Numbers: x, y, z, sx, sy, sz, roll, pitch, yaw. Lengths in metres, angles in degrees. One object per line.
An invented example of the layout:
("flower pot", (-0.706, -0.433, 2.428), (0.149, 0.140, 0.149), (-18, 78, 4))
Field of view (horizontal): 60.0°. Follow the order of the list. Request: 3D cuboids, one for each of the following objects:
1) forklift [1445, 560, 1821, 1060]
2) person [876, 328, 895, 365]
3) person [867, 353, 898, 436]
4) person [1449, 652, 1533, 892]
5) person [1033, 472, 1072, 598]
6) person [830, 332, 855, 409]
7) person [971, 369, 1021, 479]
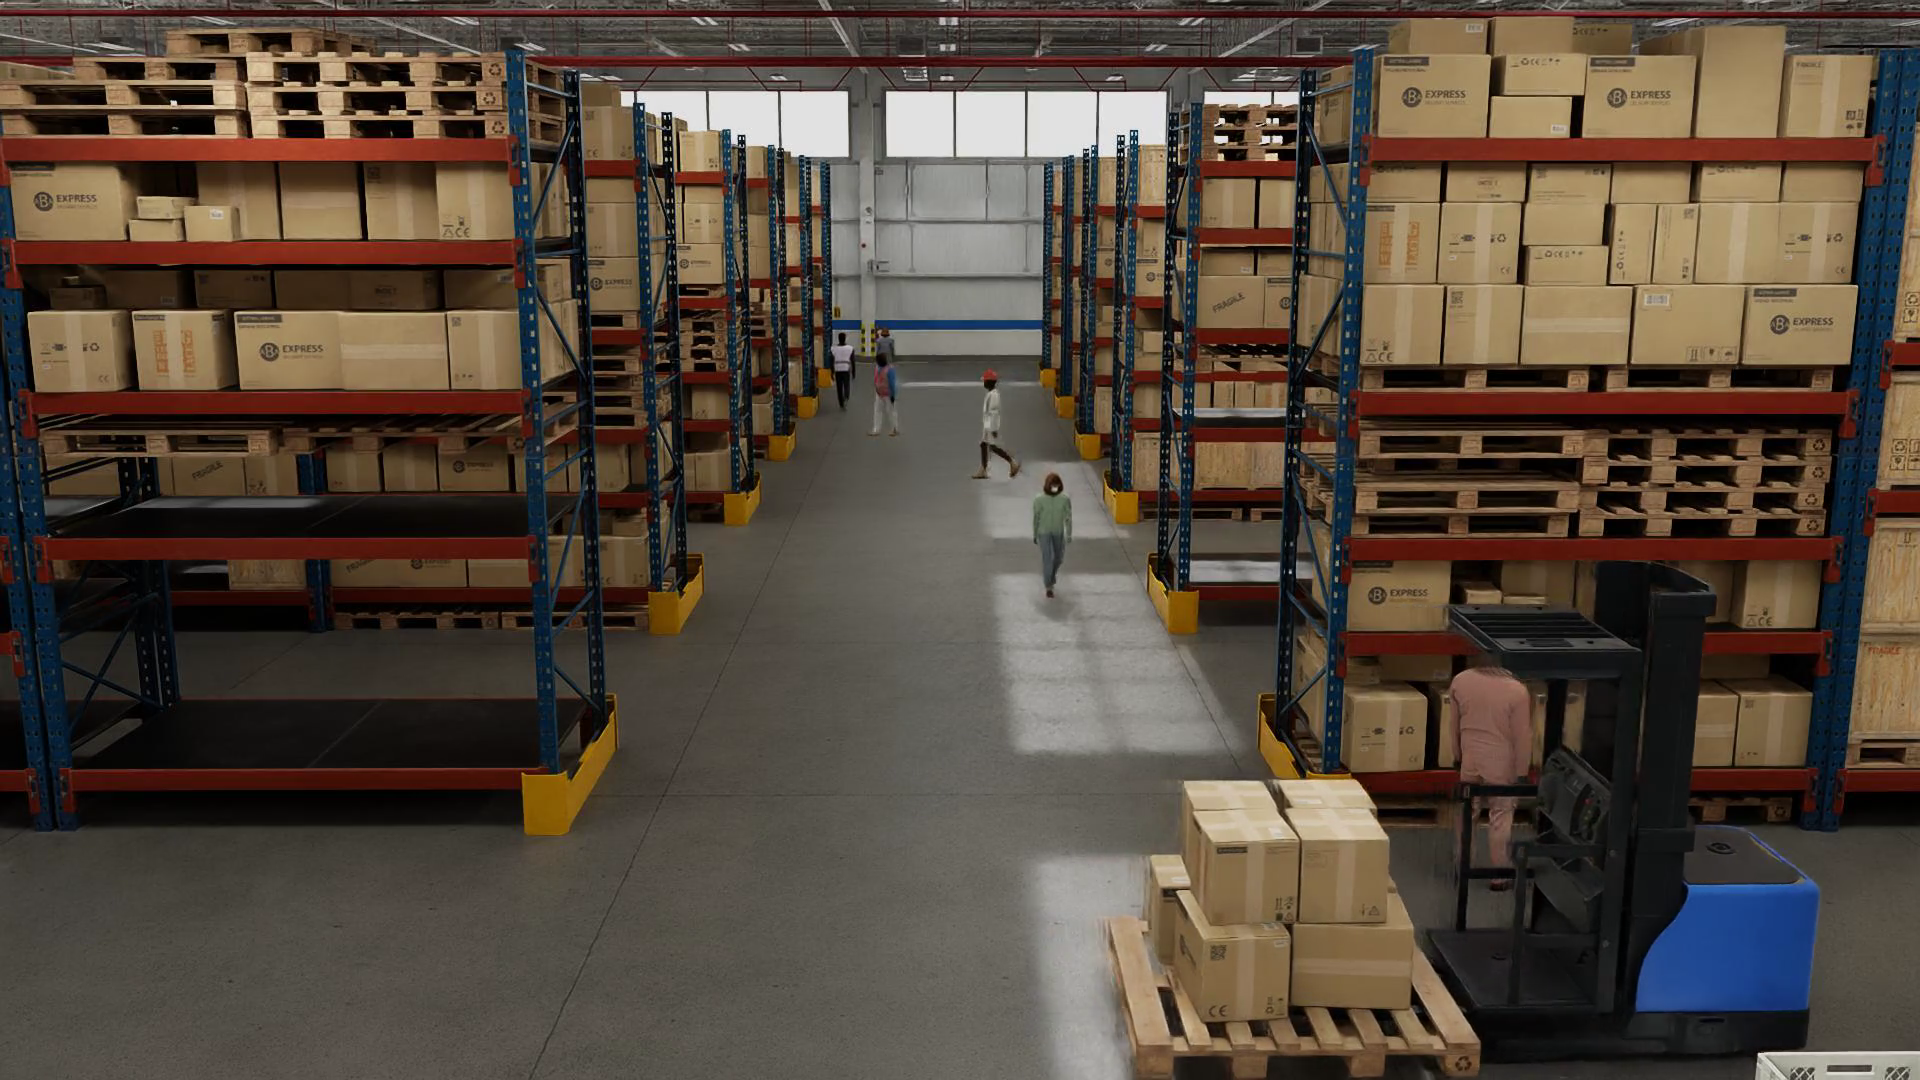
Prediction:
("forklift", (4.049, 1.563, 9.955), (1.873, 2.768, 1.129), (0, 11, -1))
("person", (-2.034, -4.996, 45.573), (0.519, 1.634, 0.283), (-1, 11, -6))
("person", (-1.675, -3.123, 35.843), (0.808, 1.804, 0.730), (-10, 15, -40))
("person", (3.888, 1.611, 12.158), (0.407, 1.902, 0.638), (-10, 15, -41))
("person", (1.171, -0.095, 21.333), (0.506, 1.616, 0.568), (-2, 12, -10))
("person", (-2.861, -4.119, 40.570), (0.597, 1.898, 0.743), (-1, 11, -3))
("person", (0.650, -2.099, 30.262), (0.841, 2.021, 0.611), (-2, 12, -8))
